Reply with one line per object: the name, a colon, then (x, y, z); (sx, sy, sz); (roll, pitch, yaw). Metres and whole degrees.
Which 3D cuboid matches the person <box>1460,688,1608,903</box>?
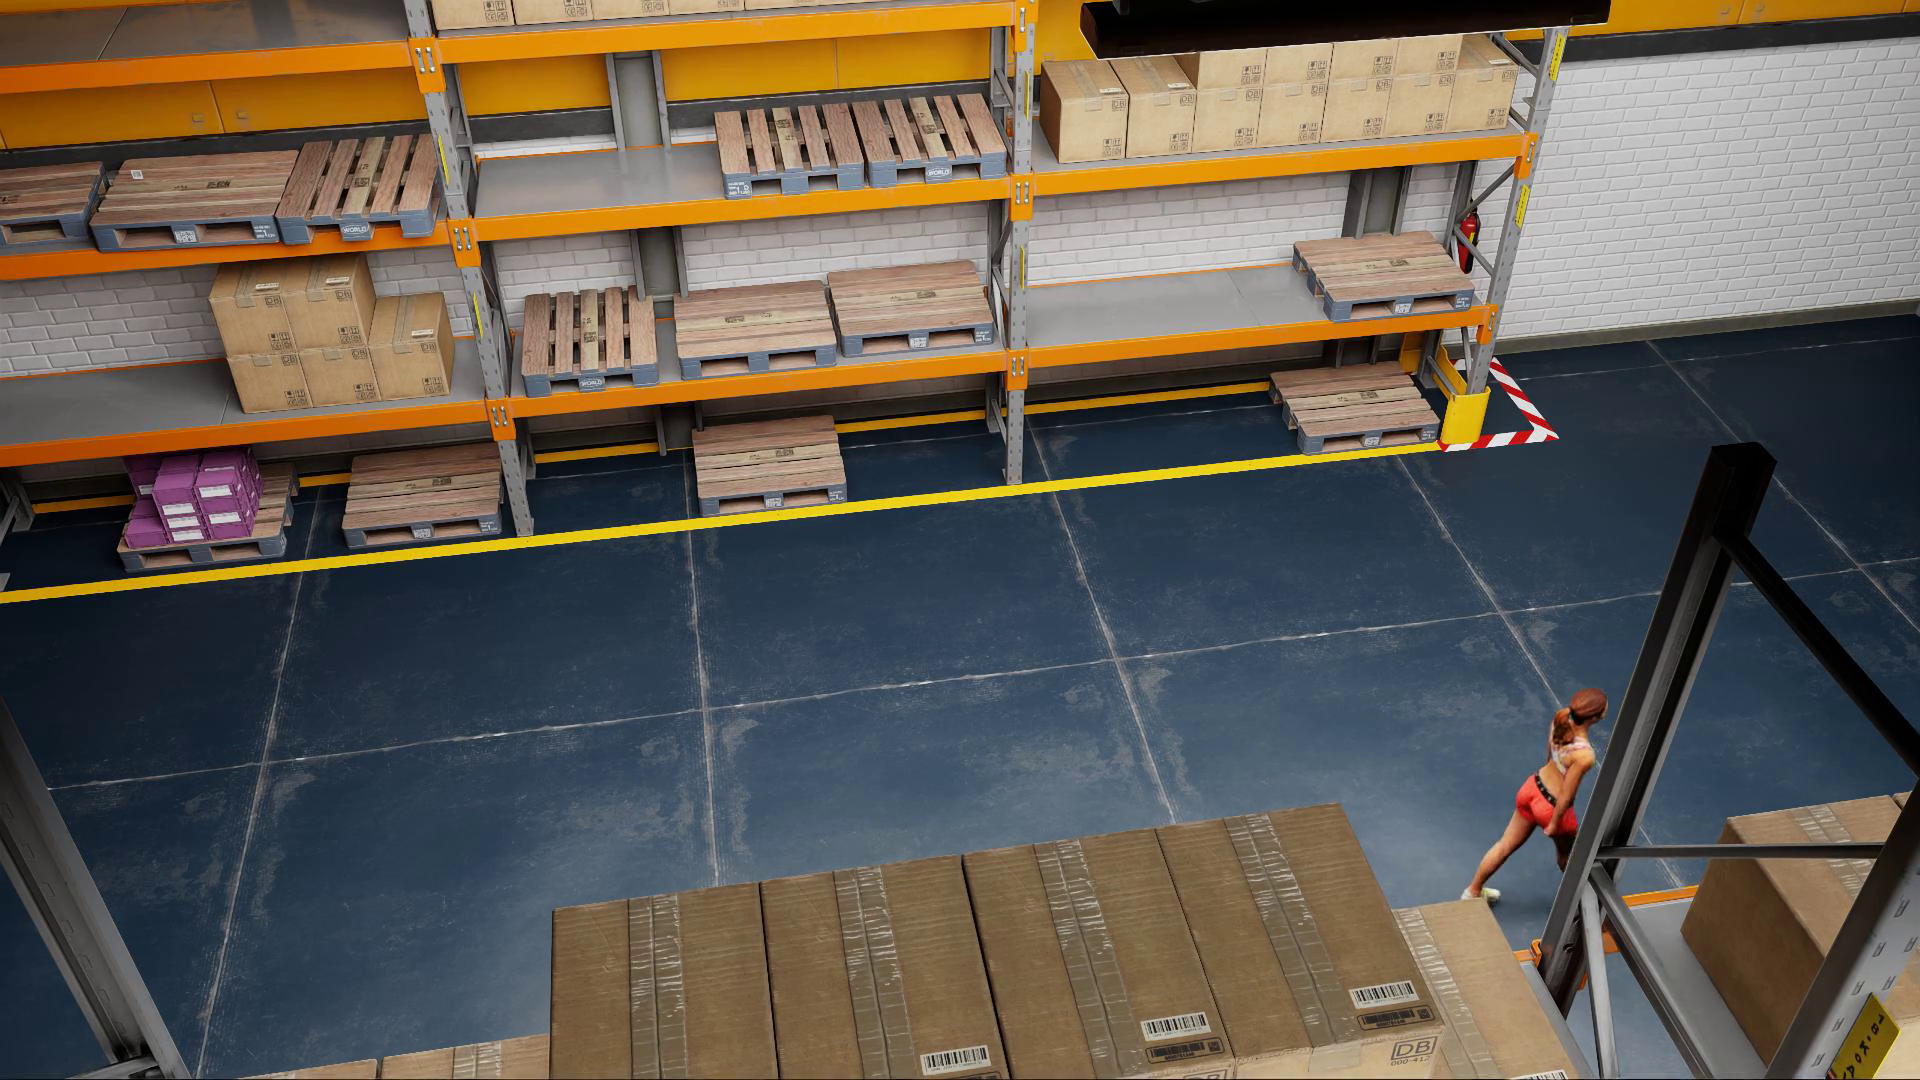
person: (3.407, 1.595, 9.891); (1.155, 1.739, 0.600); (-8, 39, -10)
